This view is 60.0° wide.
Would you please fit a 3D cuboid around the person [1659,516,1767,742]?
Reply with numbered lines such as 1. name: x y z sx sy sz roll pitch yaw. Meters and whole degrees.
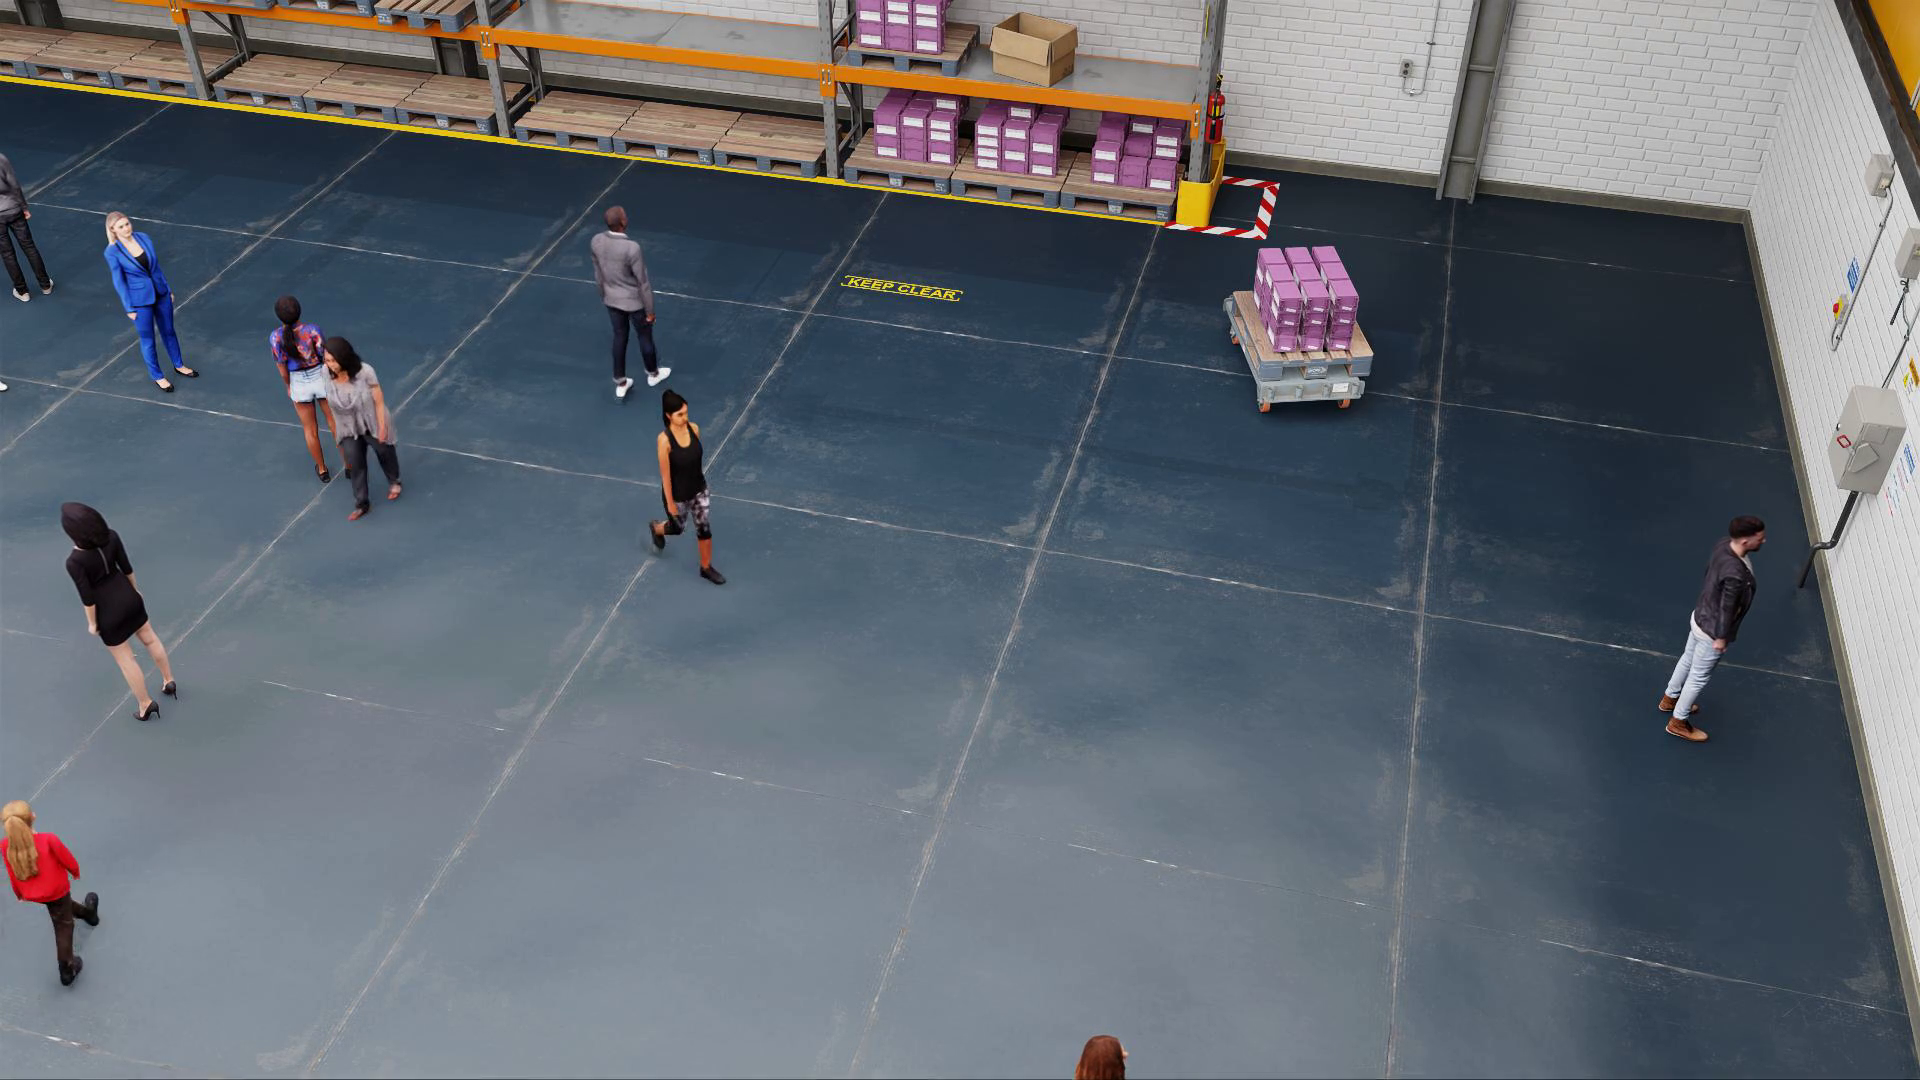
1. person: 5.087 0.567 11.249 0.572 1.837 0.673 6 39 7

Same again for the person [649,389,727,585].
1. person: -2.149 -0.413 12.634 1.076 1.640 0.863 27 46 30

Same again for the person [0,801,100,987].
1. person: -5.381 2.106 9.794 0.883 1.248 0.732 -3 39 -4

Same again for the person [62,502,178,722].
1. person: -5.762 0.485 11.375 0.521 1.807 0.616 14 41 17

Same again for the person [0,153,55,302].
1. person: -9.188 -3.135 15.946 0.697 1.760 0.725 -26 45 -29

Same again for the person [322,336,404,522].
1. person: -4.785 -1.001 13.418 0.895 1.580 0.812 1 39 1

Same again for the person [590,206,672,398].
1. person: -2.958 -2.070 14.569 0.788 1.813 0.862 15 41 18

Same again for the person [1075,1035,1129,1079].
1. person: 0.669 3.017 8.282 0.678 1.711 0.647 -10 40 -12

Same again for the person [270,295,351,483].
1. person: -5.296 -1.244 13.592 0.628 1.743 0.730 -11 40 -14

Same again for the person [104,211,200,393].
1. person: -7.212 -2.137 14.744 0.629 1.701 0.677 19 42 22
